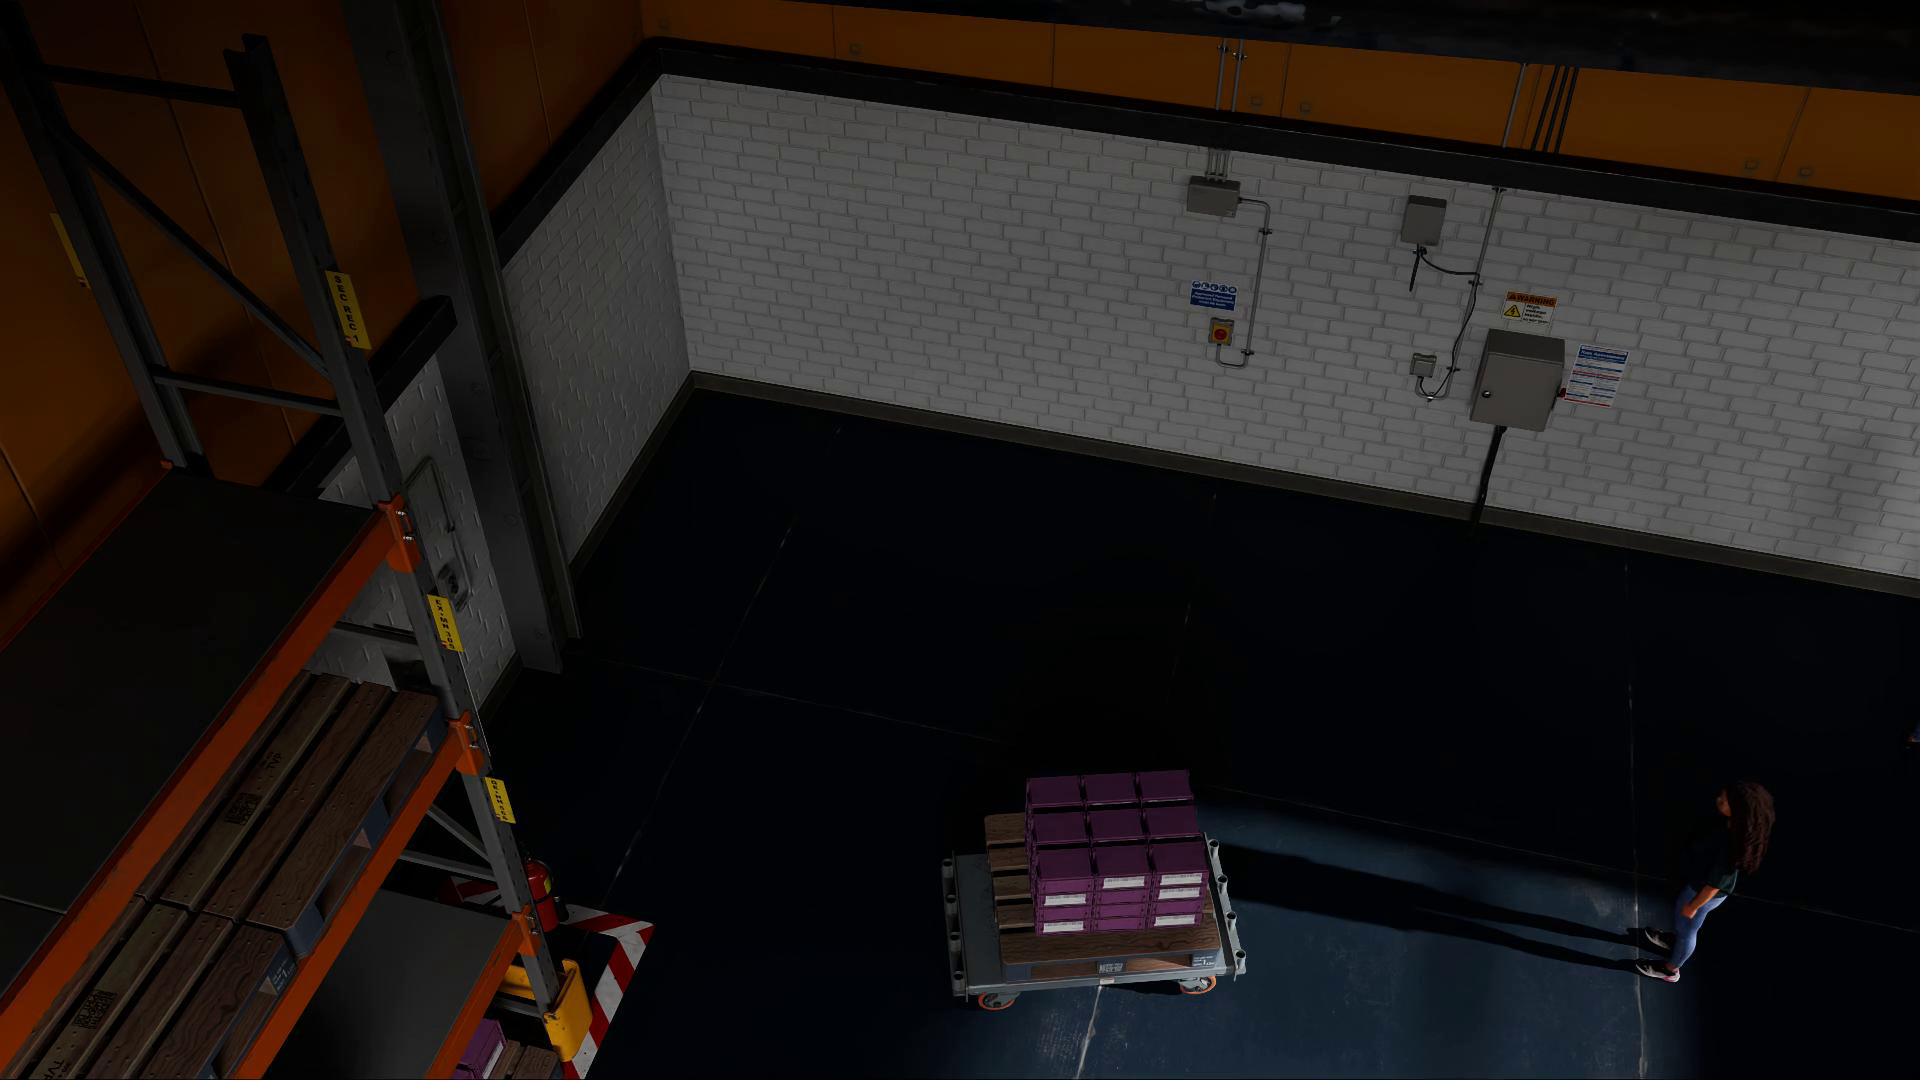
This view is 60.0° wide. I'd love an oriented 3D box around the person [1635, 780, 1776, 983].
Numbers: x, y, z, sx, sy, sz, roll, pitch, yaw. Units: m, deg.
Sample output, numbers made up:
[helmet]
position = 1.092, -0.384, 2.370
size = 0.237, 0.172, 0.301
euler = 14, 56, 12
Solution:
[person]
position = 4.101, 1.872, 9.132
size = 0.730, 1.616, 0.624
euler = 24, 48, 23
